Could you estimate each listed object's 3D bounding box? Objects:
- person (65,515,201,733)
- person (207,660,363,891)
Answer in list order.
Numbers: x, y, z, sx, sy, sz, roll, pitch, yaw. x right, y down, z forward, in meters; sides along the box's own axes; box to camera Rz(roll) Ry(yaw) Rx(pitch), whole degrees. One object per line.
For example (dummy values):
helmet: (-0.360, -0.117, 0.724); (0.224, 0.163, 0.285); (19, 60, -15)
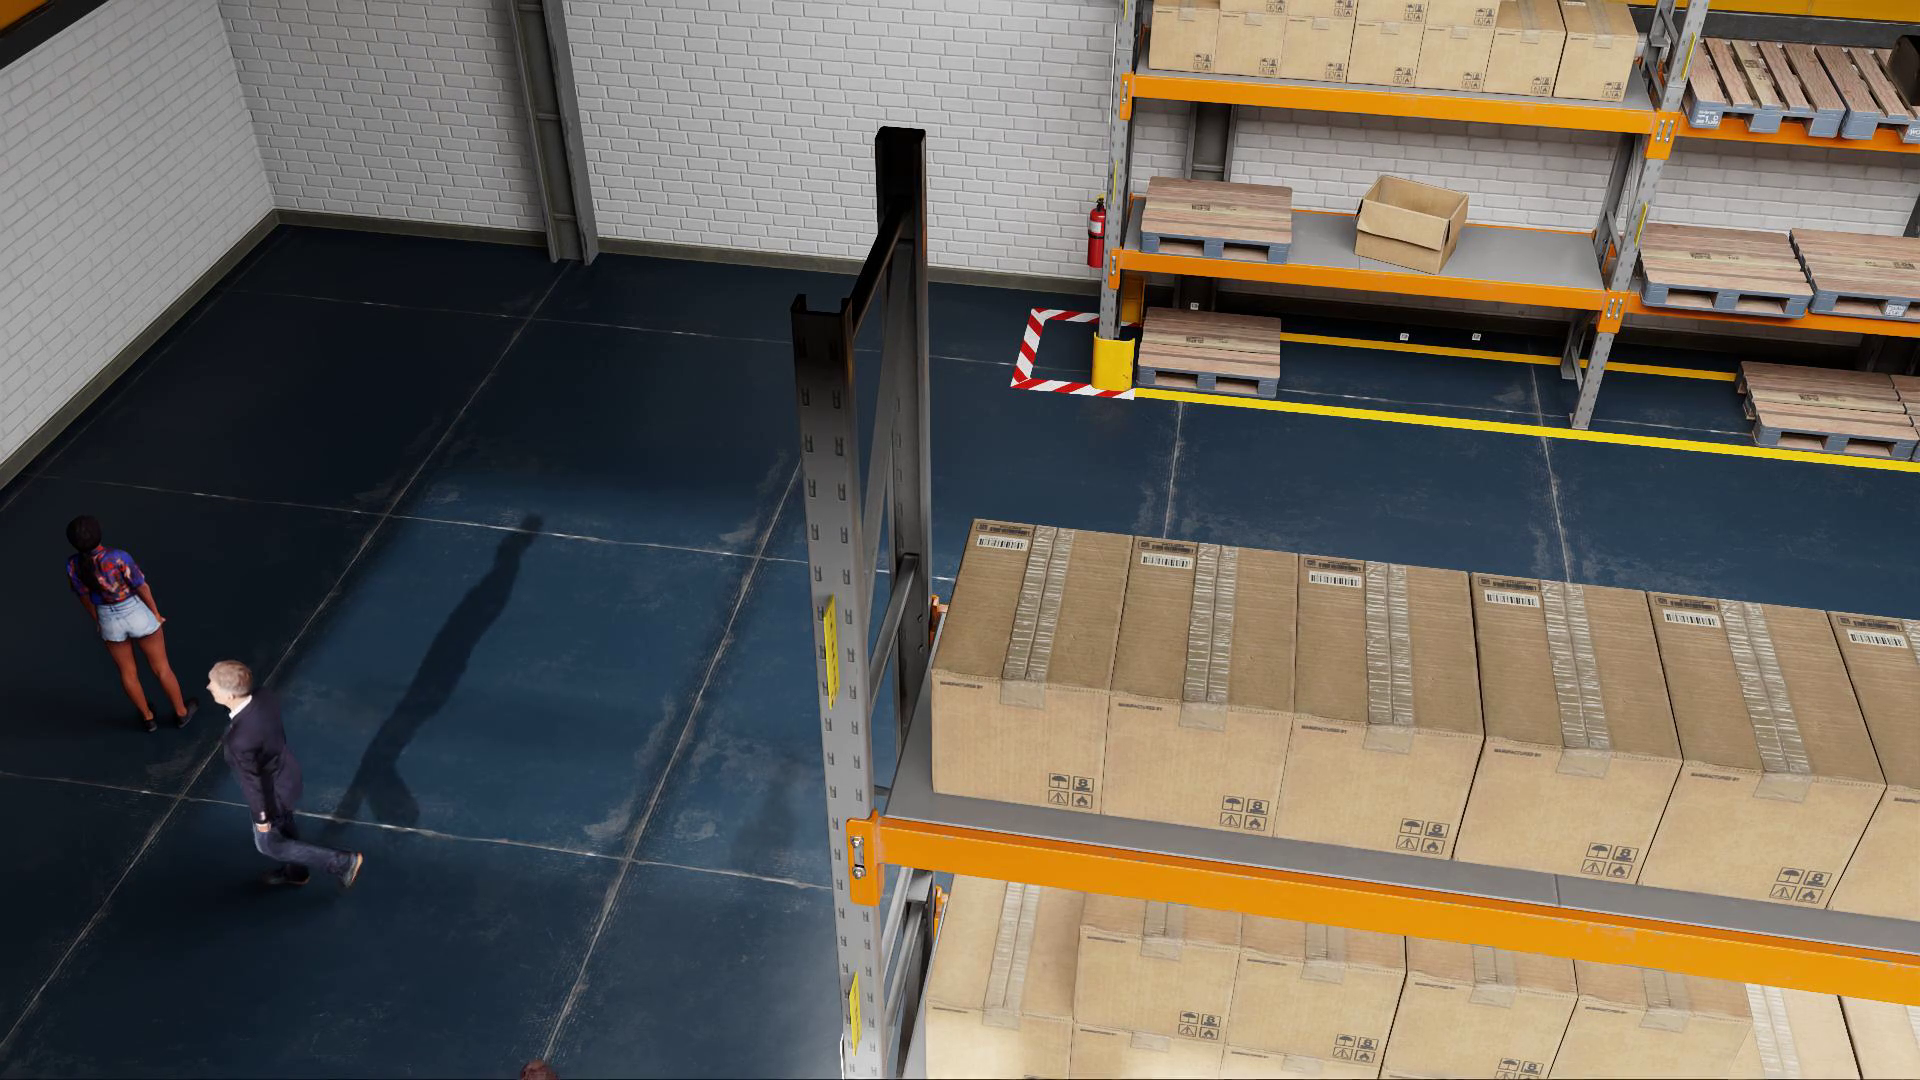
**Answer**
person: (-5.349, 0.531, 10.668); (0.569, 1.741, 0.713); (-7, 39, -8)
person: (-3.887, 1.396, 9.538); (0.994, 1.798, 0.787); (0, 39, 0)
